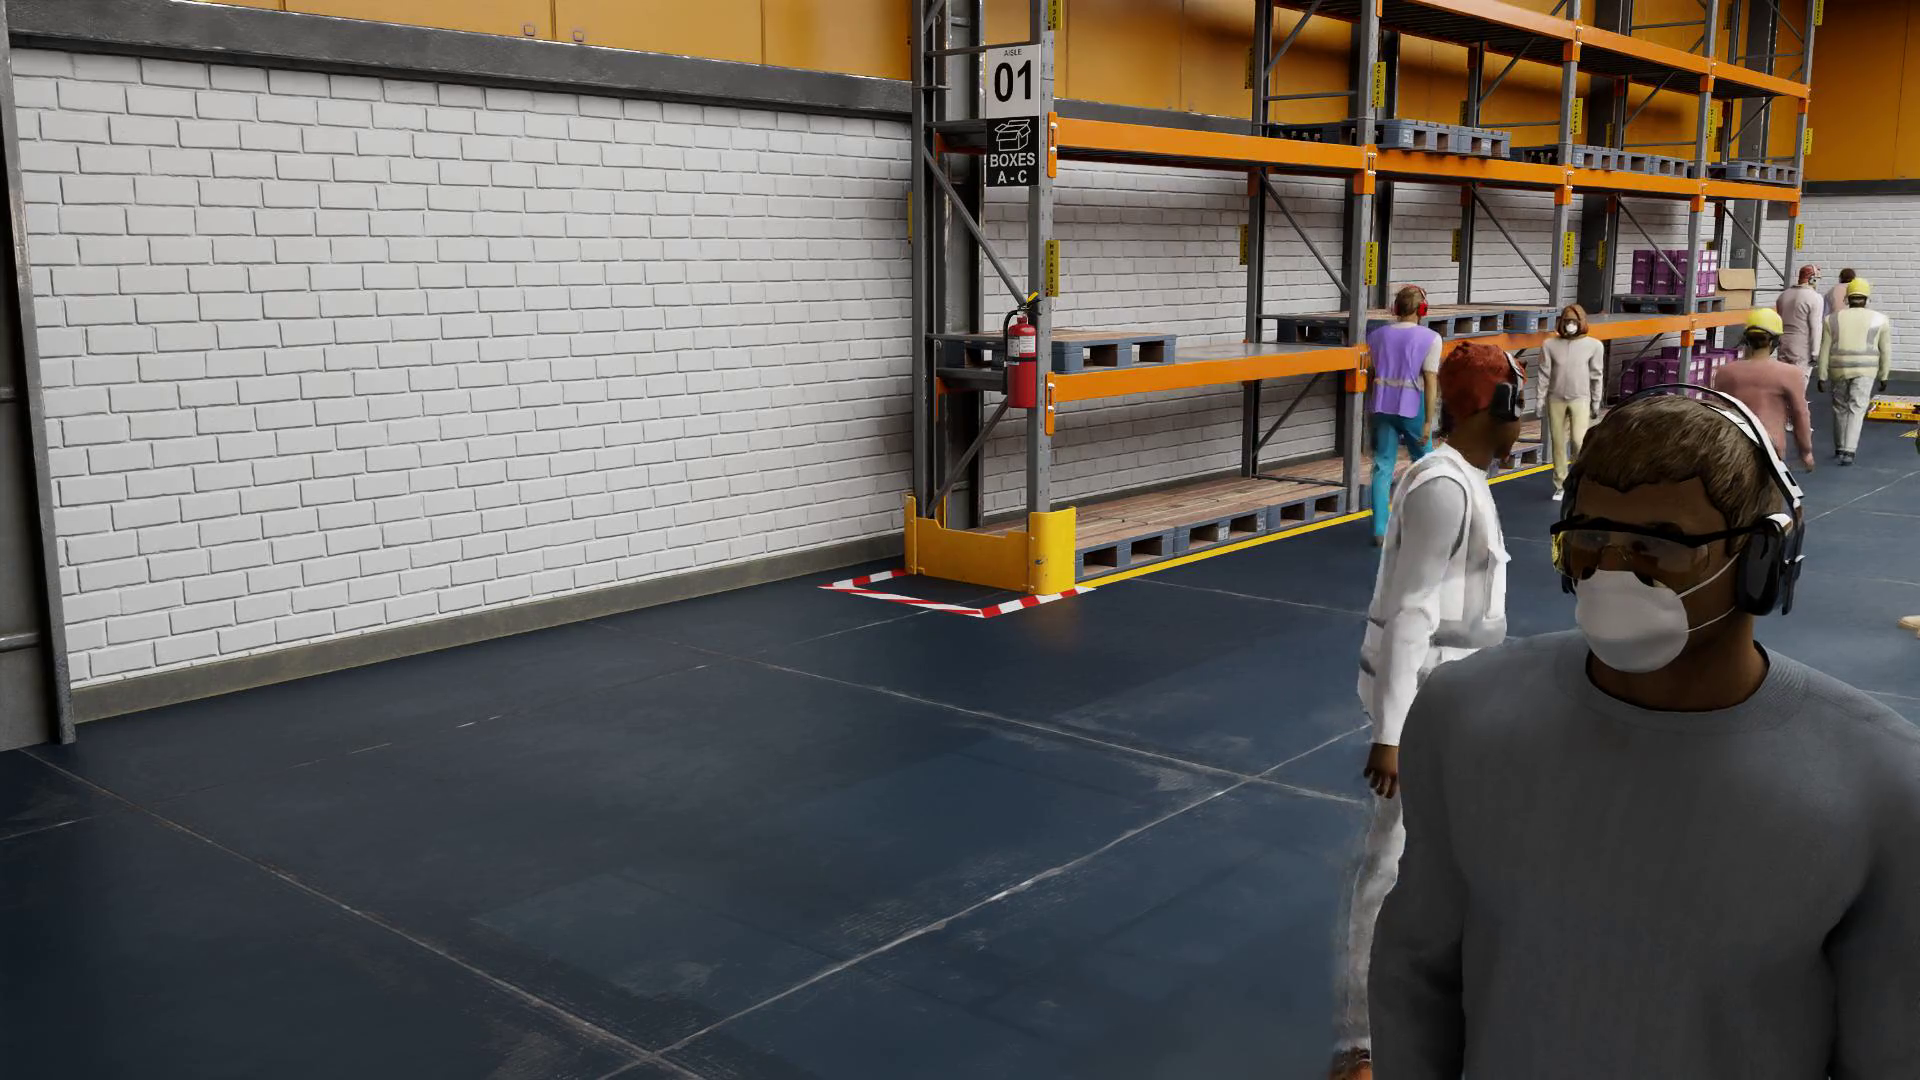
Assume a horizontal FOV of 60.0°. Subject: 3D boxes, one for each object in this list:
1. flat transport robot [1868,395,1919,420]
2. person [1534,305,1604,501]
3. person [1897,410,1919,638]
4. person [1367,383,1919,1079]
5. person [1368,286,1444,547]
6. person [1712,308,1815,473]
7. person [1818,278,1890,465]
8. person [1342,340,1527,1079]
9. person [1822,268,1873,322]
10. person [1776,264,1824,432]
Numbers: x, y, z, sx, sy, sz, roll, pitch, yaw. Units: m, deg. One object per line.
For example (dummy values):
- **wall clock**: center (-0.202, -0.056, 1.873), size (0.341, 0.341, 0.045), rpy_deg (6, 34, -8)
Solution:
- **flat transport robot**: center (11.560, -1.633, 20.413), size (0.652, 0.197, 1.431), rpy_deg (6, 12, 31)
- **person**: center (4.942, -1.099, 13.548), size (0.503, 1.615, 0.566), rpy_deg (6, 11, 30)
- **person**: center (5.298, -0.379, 8.810), size (0.429, 1.842, 0.627), rpy_deg (2, 10, 10)
- **person**: center (0.722, 0.800, 1.819), size (0.627, 1.940, 0.372), rpy_deg (9, 13, 41)
- **person**: center (3.172, -0.876, 11.733), size (0.575, 1.800, 0.913), rpy_deg (8, 13, 39)
- **person**: center (4.782, -0.523, 9.992), size (0.925, 1.718, 0.538), rpy_deg (-8, 13, -37)
- **person**: center (8.661, -1.634, 16.128), size (0.603, 1.791, 0.930), rpy_deg (6, 12, 33)
- **person**: center (1.148, 0.450, 4.096), size (0.352, 1.857, 0.738), rpy_deg (5, 11, 26)
- **person**: center (12.904, -3.057, 24.223), size (0.684, 1.795, 0.938), rpy_deg (8, 13, 40)
- **person**: center (9.519, -2.165, 18.857), size (0.406, 1.894, 0.656), rpy_deg (-3, 10, -15)
